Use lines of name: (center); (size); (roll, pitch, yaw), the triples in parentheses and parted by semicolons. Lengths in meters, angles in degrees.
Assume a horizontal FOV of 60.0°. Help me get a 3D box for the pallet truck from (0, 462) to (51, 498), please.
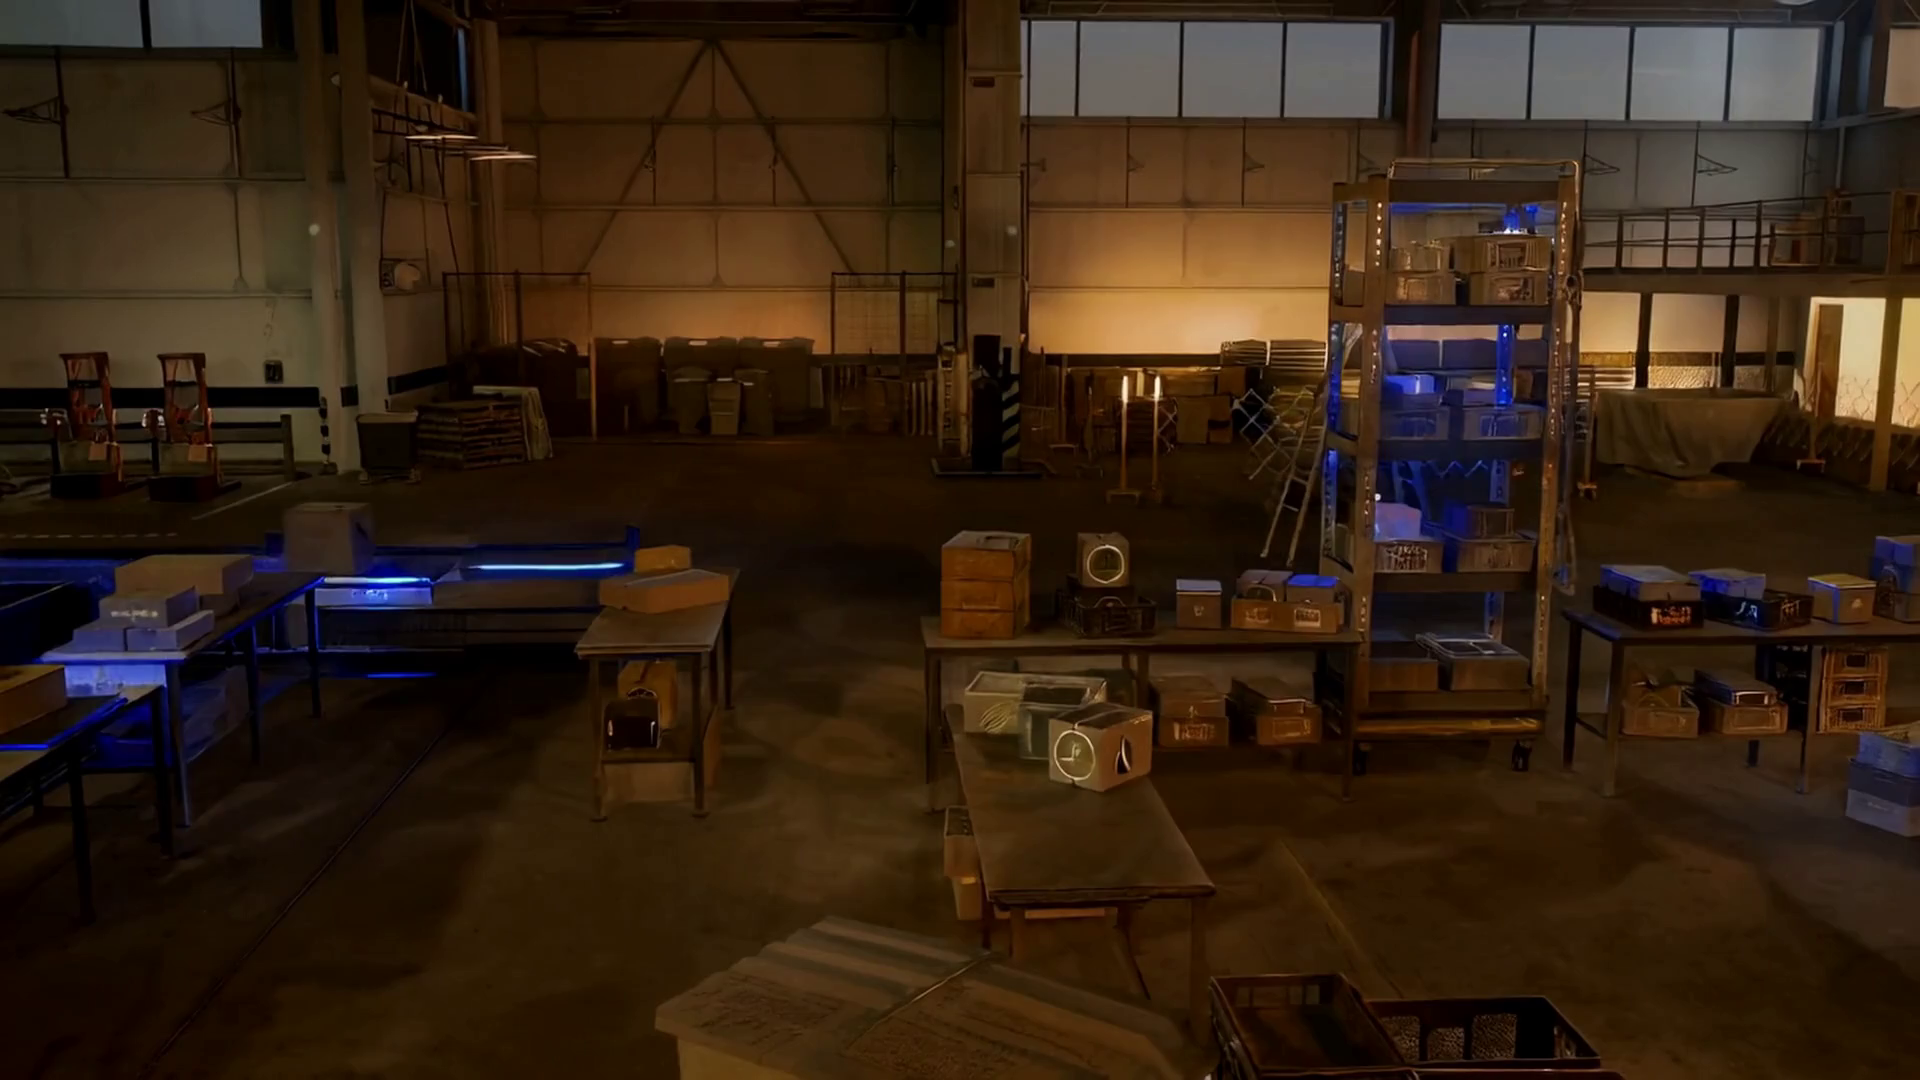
pallet truck: (-13.193, -1.293, 23.148); (0.653, 1.274, 1.630); (-1, 9, -4)

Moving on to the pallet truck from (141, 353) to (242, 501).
pallet truck: (-10.520, -1.604, 22.925); (0.823, 1.965, 1.885); (-1, 9, -6)

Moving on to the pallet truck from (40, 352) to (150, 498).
pallet truck: (-11.907, -1.642, 23.165); (0.823, 1.965, 1.885); (0, 9, 0)
